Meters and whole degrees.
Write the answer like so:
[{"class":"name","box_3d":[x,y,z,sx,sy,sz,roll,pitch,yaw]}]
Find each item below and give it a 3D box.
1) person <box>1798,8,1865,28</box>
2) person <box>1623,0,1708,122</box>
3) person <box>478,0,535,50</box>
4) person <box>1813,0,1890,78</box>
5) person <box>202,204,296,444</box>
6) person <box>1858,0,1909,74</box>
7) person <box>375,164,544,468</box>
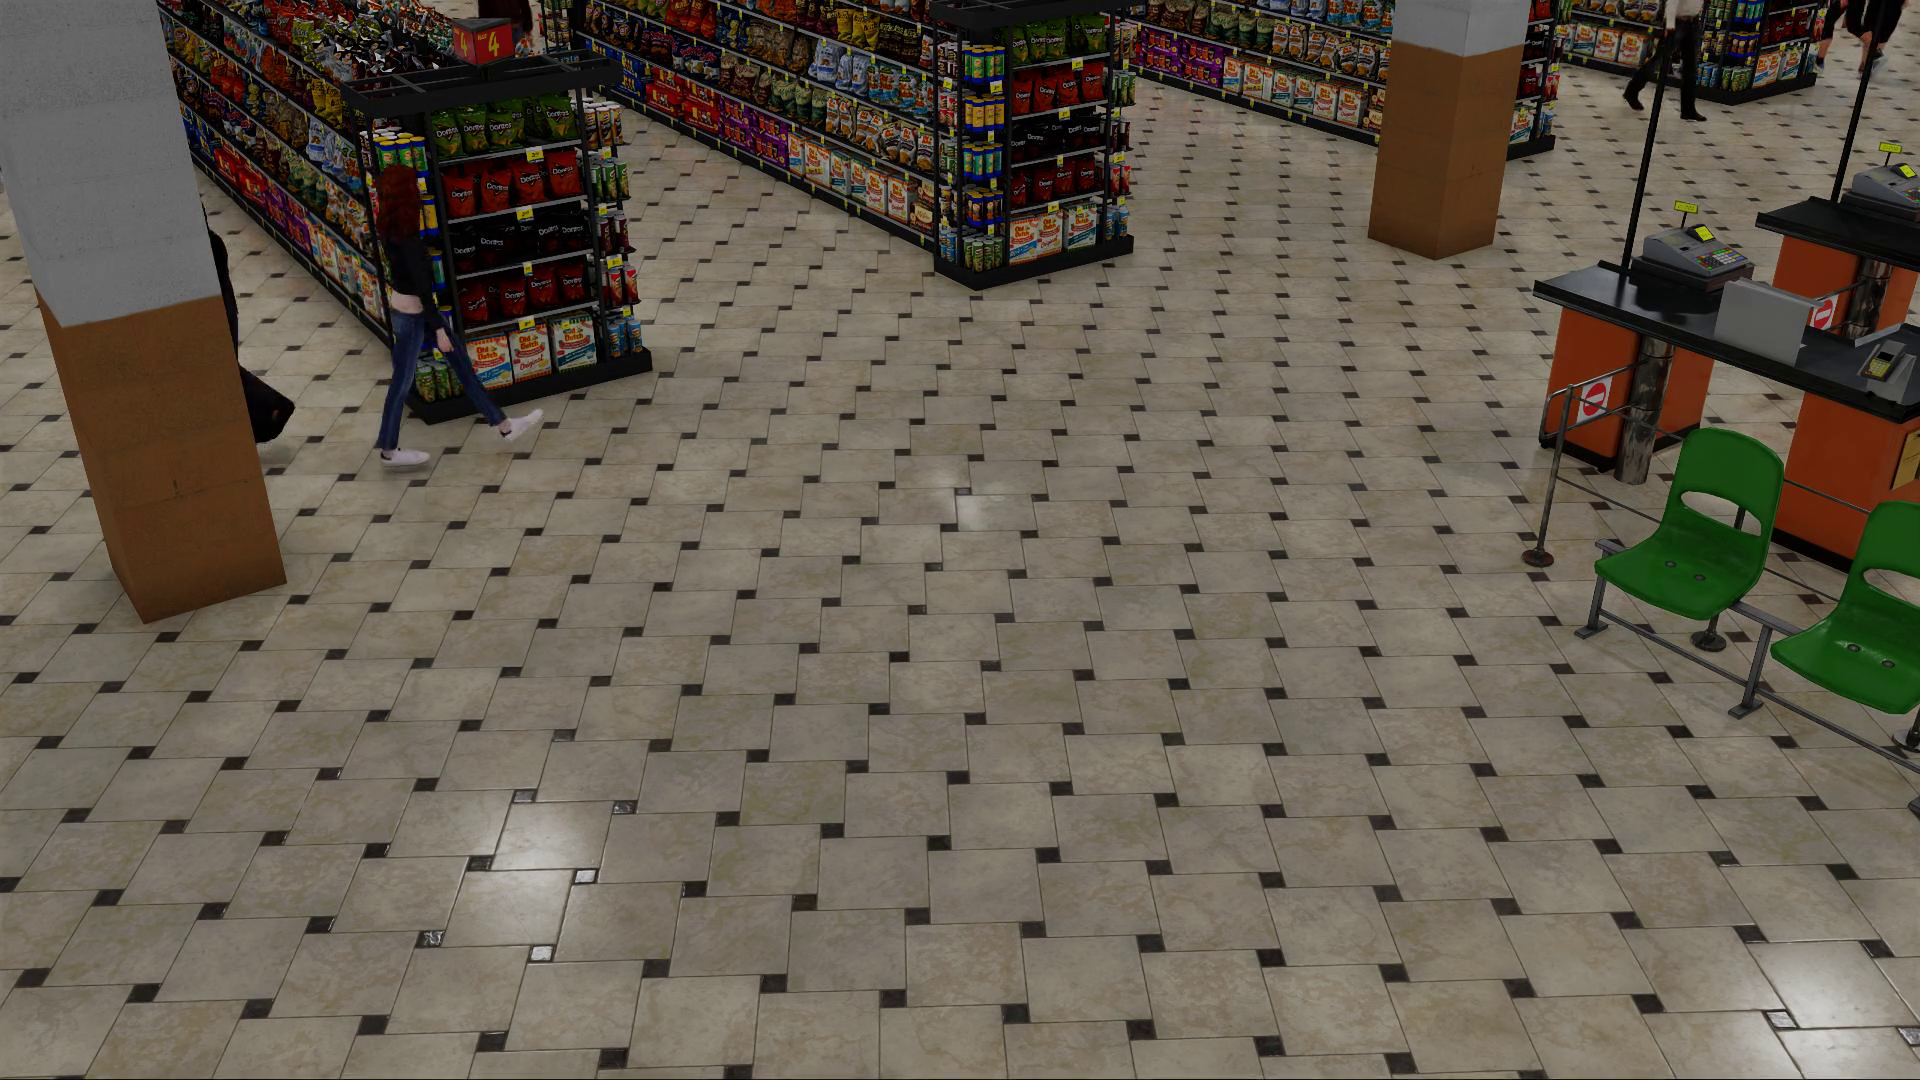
[{"class":"person","box_3d":[10.567,-7.056,20.091,0.711,1.697,1.085,-25,37,-38]},{"class":"person","box_3d":[6.988,-5.043,16.331,0.732,1.766,1.195,-16,32,-26]},{"class":"person","box_3d":[-4.373,-4.863,15.996,0.795,1.771,0.900,-9,30,-16]},{"class":"person","box_3d":[9.666,-5.876,17.798,0.668,1.823,1.127,-18,34,-30]},{"class":"person","box_3d":[-4.233,-1.217,9.497,0.964,1.600,0.918,3,29,6]},{"class":"person","box_3d":[10.051,-5.873,18.027,1.071,1.598,0.853,17,33,29]},{"class":"person","box_3d":[-3.131,-1.177,9.278,0.892,1.738,1.178,-9,30,-17]}]
